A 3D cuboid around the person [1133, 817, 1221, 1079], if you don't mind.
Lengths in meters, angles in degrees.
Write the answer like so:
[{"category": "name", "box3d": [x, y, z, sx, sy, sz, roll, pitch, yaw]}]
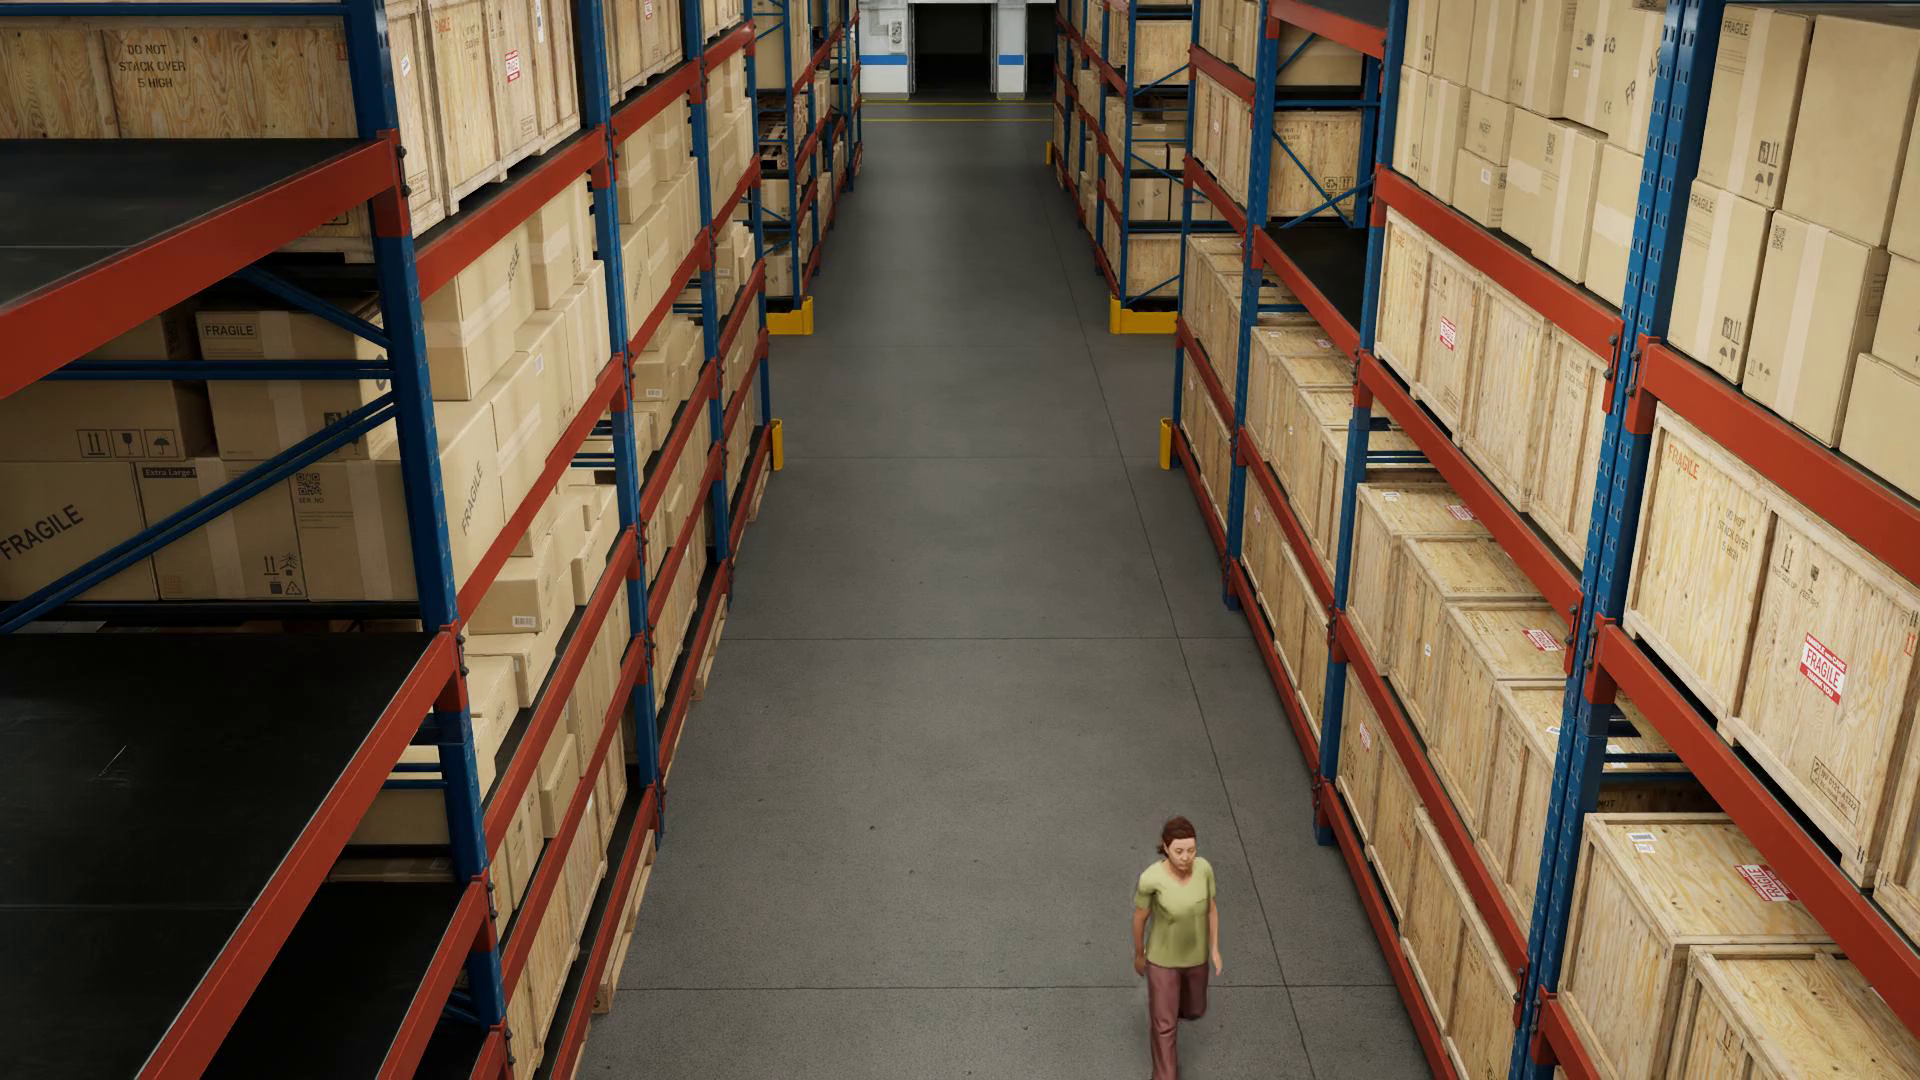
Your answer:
[{"category": "person", "box3d": [1.160, 2.225, 8.992, 0.463, 1.660, 0.830, -7, 23, -17]}]
